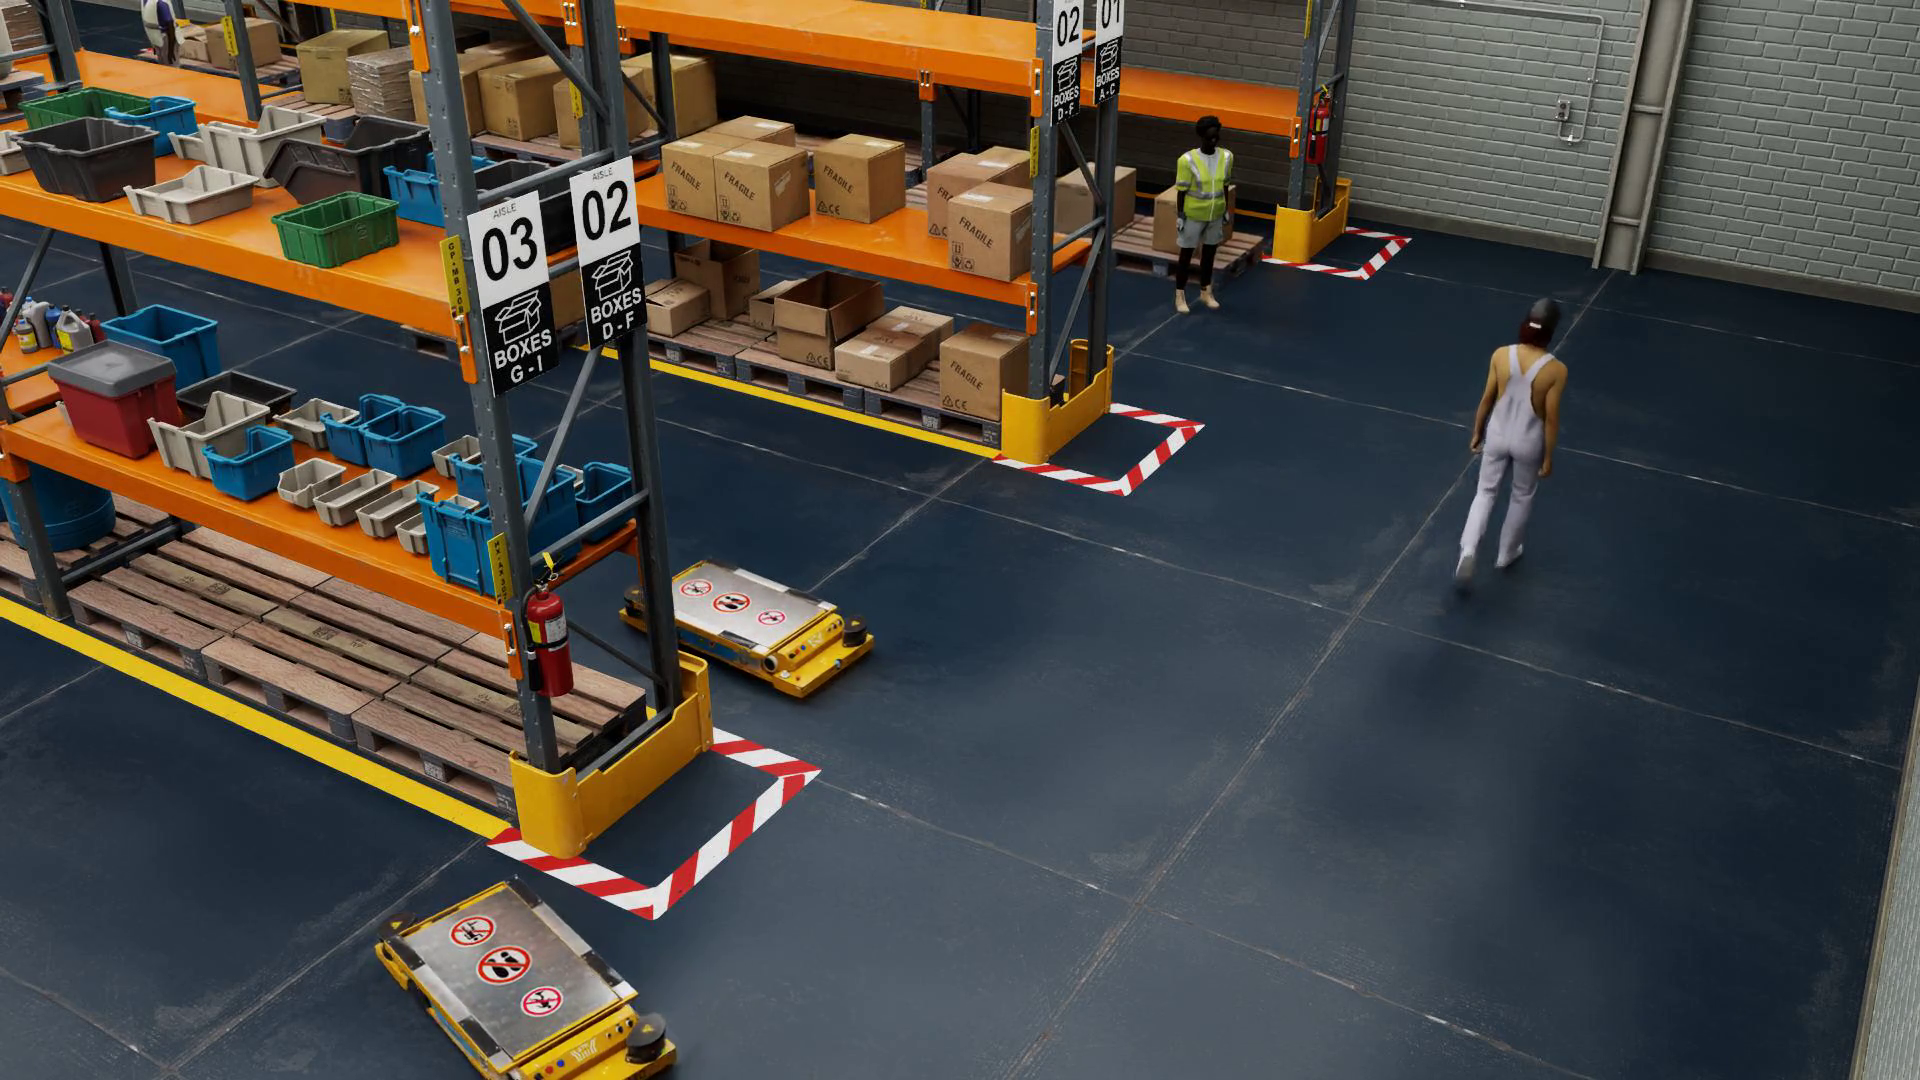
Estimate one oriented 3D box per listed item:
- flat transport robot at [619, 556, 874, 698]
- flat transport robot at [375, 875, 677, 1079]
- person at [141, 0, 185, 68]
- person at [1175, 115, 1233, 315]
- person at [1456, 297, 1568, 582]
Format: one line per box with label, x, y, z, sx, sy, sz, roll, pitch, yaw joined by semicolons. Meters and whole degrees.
flat transport robot;-1.267;0.483;9.766;1.431;0.231;0.659;19;34;30
flat transport robot;-1.894;1.945;7.143;0.659;0.231;1.431;-24;37;-36
person;-9.208;-5.724;19.289;0.394;1.841;0.562;-23;36;-35
person;2.060;-2.759;14.115;0.540;1.695;0.316;-12;31;-20
person;3.345;-0.588;10.074;0.523;1.836;0.734;18;34;29
